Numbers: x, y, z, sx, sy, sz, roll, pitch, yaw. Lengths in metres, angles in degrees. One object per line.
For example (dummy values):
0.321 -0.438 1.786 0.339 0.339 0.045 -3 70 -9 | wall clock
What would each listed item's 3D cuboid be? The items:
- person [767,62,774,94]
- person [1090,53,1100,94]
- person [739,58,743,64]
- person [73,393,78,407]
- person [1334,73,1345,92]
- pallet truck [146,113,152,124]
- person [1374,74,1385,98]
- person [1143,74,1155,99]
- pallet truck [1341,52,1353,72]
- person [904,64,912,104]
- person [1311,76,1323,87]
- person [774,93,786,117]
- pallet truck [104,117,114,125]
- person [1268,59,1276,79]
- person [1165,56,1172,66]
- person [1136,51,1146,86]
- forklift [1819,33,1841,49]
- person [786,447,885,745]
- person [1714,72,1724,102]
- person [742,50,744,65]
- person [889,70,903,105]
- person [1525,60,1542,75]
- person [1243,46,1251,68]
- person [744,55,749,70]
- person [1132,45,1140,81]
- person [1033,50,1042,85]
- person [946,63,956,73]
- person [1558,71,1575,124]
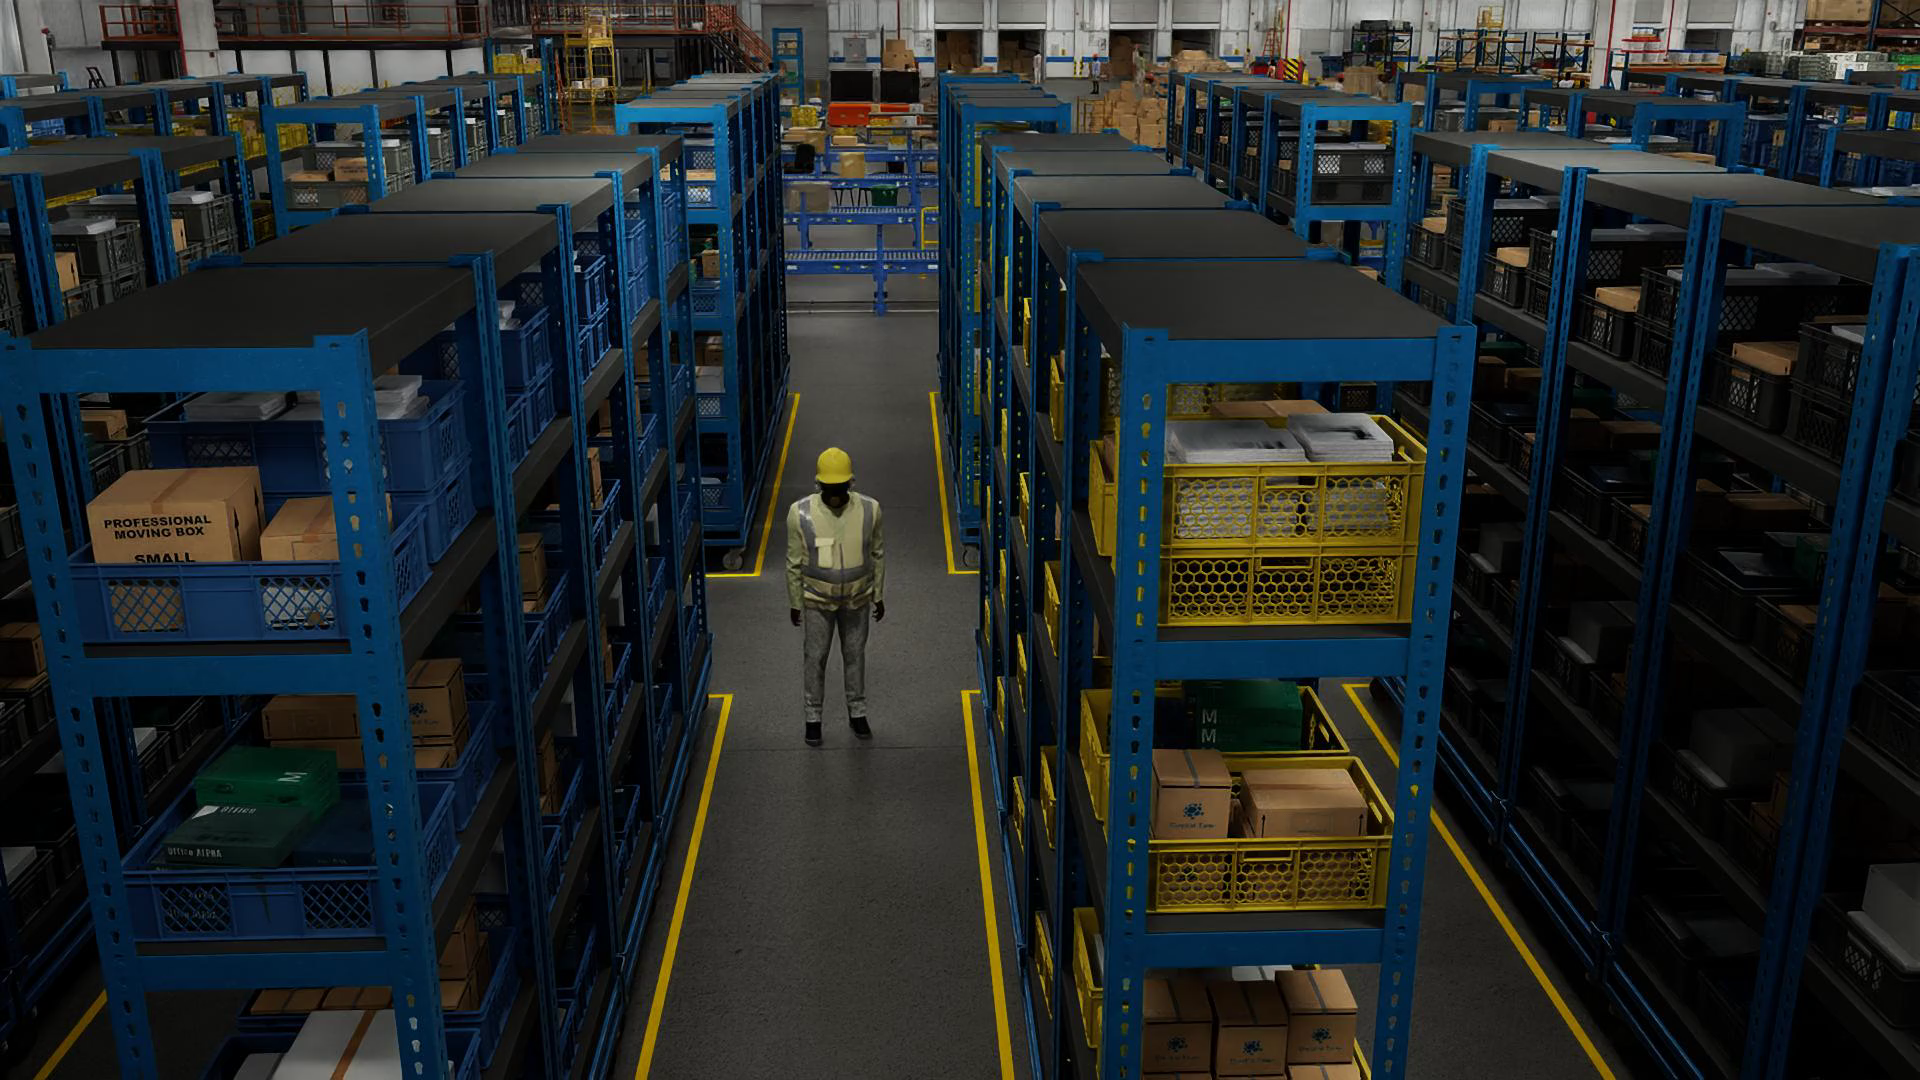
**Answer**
-7.723 -18.770 68.838 0.638 1.946 0.639 -16 24 -40 | person
6.603 -22.777 81.257 0.373 1.934 0.551 -10 20 -28 | person
-11.353 -24.394 86.384 0.689 1.858 0.640 16 24 41 | person
-6.166 -0.189 11.557 0.677 1.816 0.607 4 18 13 | person
13.559 -15.844 59.858 0.884 1.915 0.546 -2 18 -7 | person
-18.087 -8.309 36.390 1.885 1.965 0.823 -1 18 -4 | pallet truck
15.398 -16.218 61.162 0.942 1.818 0.560 2 18 5 | person
6.666 -15.694 59.440 0.994 1.886 0.549 4 18 13 | person
18.794 -23.123 82.231 0.823 1.965 1.885 -13 22 -35 | pallet truck
-2.205 -19.142 70.159 0.331 1.843 0.520 9 20 26 | person
12.798 -15.734 59.710 0.648 1.791 0.538 15 23 38 | person
-7.081 -17.241 64.450 0.758 1.742 0.528 2 18 5 | person
-18.367 -7.885 35.078 1.885 1.965 0.823 1 18 2 | pallet truck
15.074 -22.385 80.446 0.321 1.694 0.535 14 23 37 | person
9.835 -21.720 78.039 0.759 1.909 0.625 0 18 1 | person
9.726 -25.235 89.037 0.627 1.822 0.663 11 21 30 | person
43.982 -24.305 84.475 1.129 2.768 1.873 -1 18 -2 | forklift
-0.731 0.330 9.918 0.594 1.832 0.403 -4 18 -13 | person
30.712 -18.056 67.146 0.525 1.622 0.611 3 18 10 | person
-11.298 -24.520 86.632 0.402 1.945 0.614 1 18 5 | person
-2.365 -16.380 61.493 0.593 1.918 0.391 12 21 33 | person
24.030 -19.120 69.775 0.706 2.000 0.617 5 19 15 | person
16.438 -27.257 95.138 0.388 1.926 0.590 -9 20 -25 | person
-11.056 -24.284 86.300 0.325 1.714 0.529 -4 18 -13 | person
10.045 -27.245 94.988 0.372 1.997 0.611 -6 19 -19 | person
4.167 -25.731 90.553 0.429 1.842 0.633 14 22 36 | person
-0.413 -19.312 70.658 0.538 1.860 0.505 4 18 11 | person
21.972 -16.009 60.344 0.593 1.920 0.391 10 21 29 | person
